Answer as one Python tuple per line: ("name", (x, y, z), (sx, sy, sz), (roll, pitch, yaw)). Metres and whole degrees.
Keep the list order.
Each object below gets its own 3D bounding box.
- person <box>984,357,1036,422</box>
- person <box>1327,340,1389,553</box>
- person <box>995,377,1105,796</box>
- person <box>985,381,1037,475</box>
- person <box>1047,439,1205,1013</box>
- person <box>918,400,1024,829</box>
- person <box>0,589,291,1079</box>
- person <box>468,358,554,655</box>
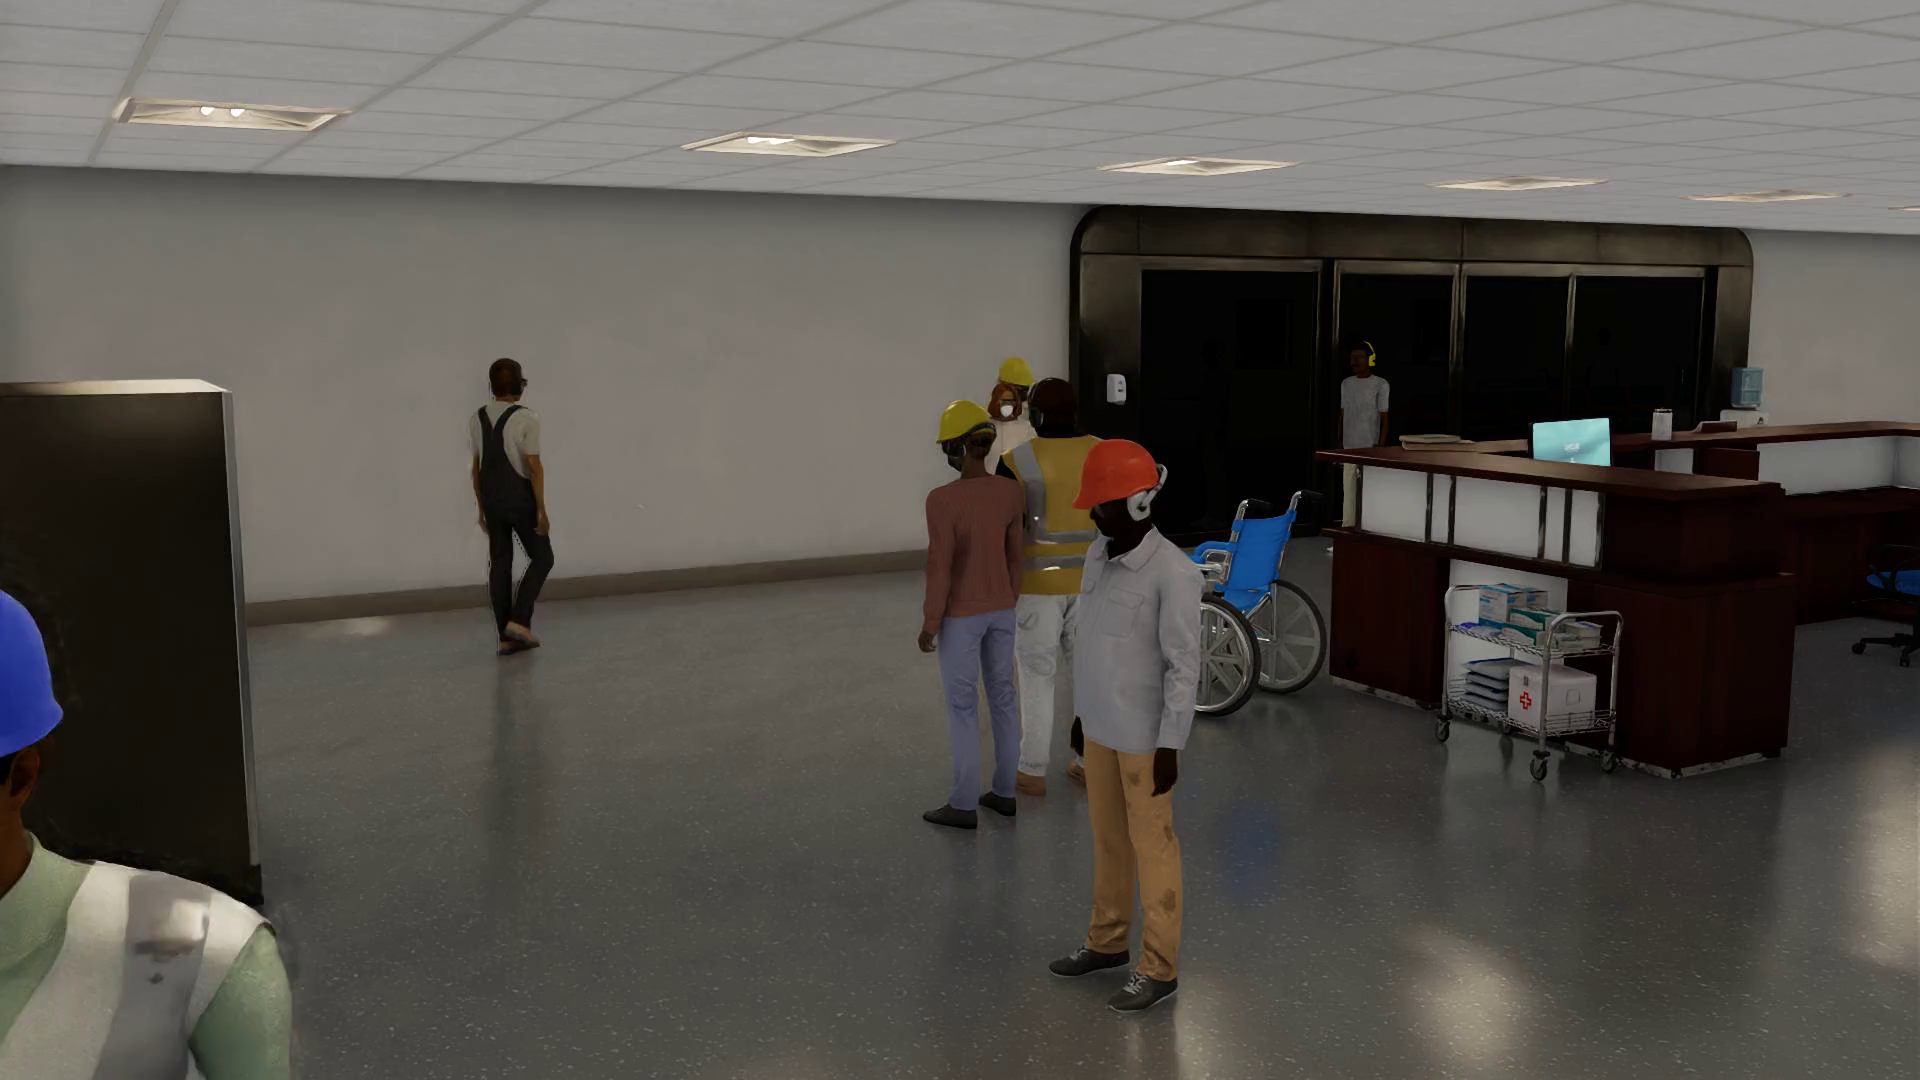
("person", (0.351, -0.509, 12.724), (0.581, 1.786, 0.625), (-3, 9, -22))
("person", (3.468, -0.794, 14.444), (0.328, 1.872, 0.513), (-7, 11, -43))
("person", (0.414, 0.207, 7.324), (0.621, 1.838, 0.429), (-3, 9, -22))
("person", (0.310, -0.319, 11.894), (0.506, 1.627, 0.288), (0, 8, -2))
("person", (0.496, 0.558, 5.104), (0.339, 1.741, 0.563), (-4, 9, -28))
("person", (0.041, 0.306, 6.873), (0.523, 1.764, 0.323), (-7, 11, -43))
("person", (-1.004, 0.946, 1.791), (0.633, 1.912, 0.983), (-1, 8, -7))
("person", (-2.752, -0.200, 10.250), (0.537, 1.835, 0.400), (3, 8, 19))
